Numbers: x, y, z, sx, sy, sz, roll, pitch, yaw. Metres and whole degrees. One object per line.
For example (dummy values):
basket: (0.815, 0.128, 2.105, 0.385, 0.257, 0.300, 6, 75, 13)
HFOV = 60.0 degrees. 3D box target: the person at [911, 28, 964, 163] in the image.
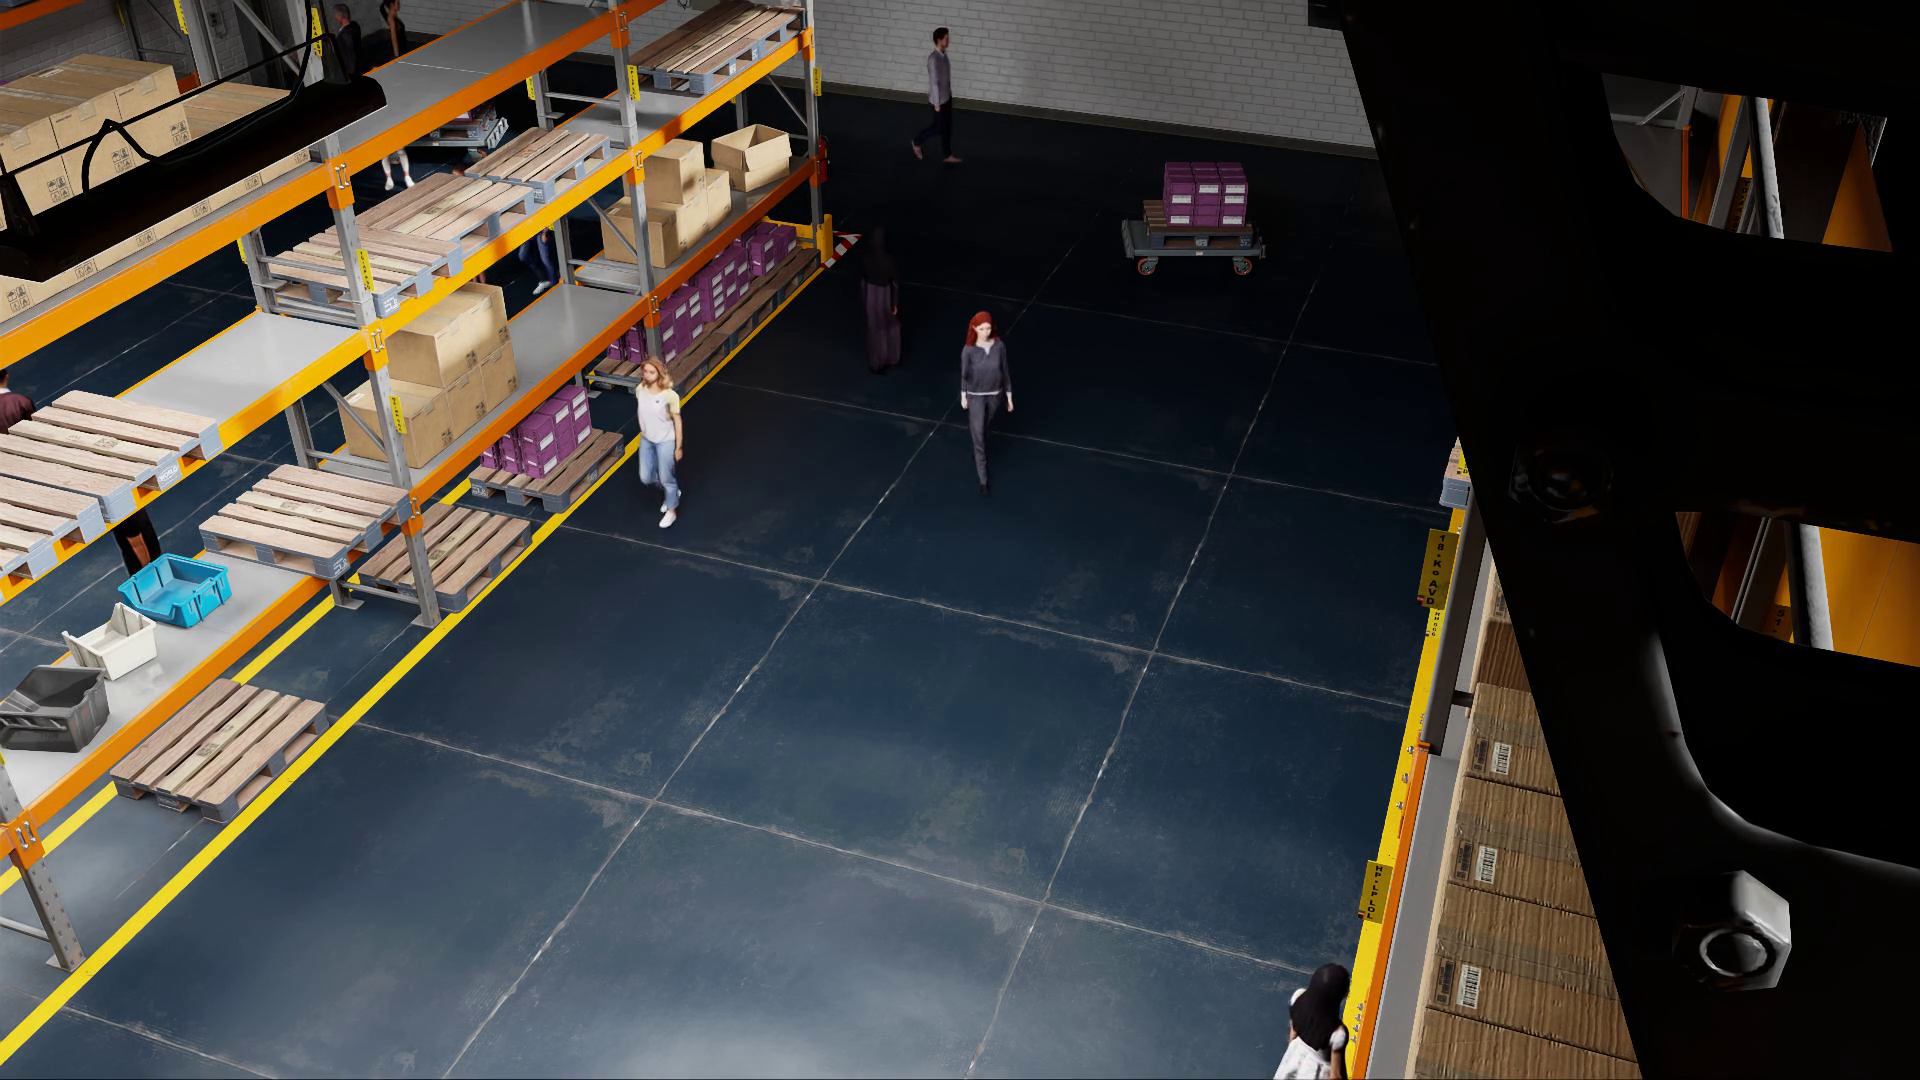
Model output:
person: (-0.337, -5.983, 22.464, 0.730, 1.837, 0.855, 11, 35, 16)

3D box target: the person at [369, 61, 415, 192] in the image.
person: (-7.490, -5.428, 21.747, 0.676, 1.707, 0.709, -8, 34, -11)

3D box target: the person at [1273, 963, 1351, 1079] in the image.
person: (1.907, 2.962, 9.068, 0.824, 1.769, 0.785, -20, 38, -27)

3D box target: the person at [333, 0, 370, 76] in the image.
person: (-8.542, -6.655, 23.476, 0.871, 1.836, 0.738, -5, 34, -8)

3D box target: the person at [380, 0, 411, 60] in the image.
person: (-8.229, -7.041, 24.163, 0.773, 1.719, 0.710, -11, 35, -16)

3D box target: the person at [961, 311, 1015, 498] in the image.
person: (0.203, -1.364, 15.603, 0.996, 1.739, 1.139, -10, 35, -14)

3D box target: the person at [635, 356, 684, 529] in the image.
person: (-2.643, -0.922, 14.962, 0.666, 1.713, 0.687, 15, 36, 21)

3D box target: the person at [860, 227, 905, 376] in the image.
person: (-0.869, -2.477, 17.396, 0.681, 1.608, 0.802, 5, 34, 8)

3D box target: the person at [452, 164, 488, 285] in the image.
person: (-5.635, -3.570, 19.090, 0.614, 1.554, 0.669, 22, 40, 30)
